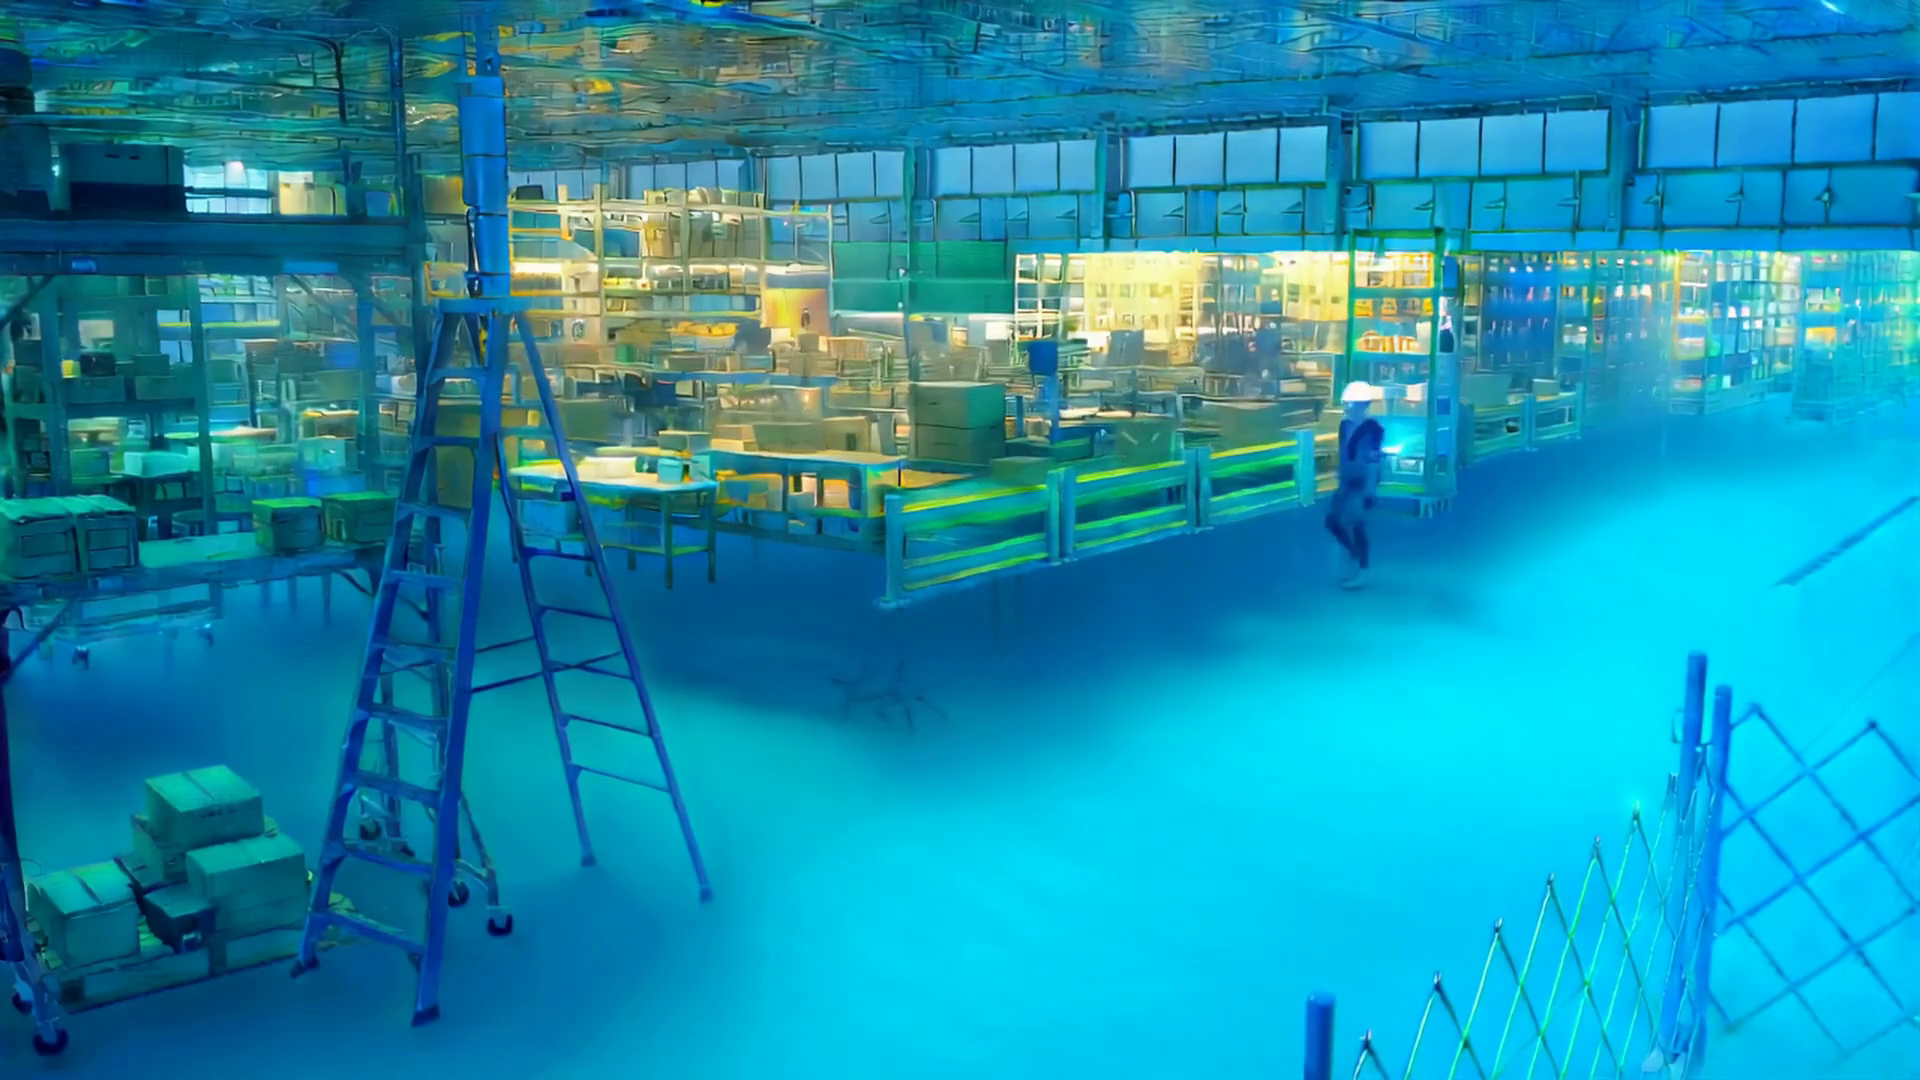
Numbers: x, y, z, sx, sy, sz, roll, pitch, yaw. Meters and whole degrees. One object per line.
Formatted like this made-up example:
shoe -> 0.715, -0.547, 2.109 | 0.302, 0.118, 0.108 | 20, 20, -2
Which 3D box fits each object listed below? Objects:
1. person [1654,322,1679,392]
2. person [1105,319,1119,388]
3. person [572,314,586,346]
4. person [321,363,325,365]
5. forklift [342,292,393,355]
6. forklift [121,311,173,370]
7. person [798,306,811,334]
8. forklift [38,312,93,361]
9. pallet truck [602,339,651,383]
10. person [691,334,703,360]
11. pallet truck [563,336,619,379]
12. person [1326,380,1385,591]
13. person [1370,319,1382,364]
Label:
person -> 18.092, -4.688, 42.622 | 0.581, 1.803, 0.529 | -2, 9, -14
person -> 3.840, -4.666, 42.250 | 0.602, 1.901, 0.977 | -6, 11, -32
person -> -12.973, -6.854, 56.631 | 0.549, 1.647, 0.862 | 5, 10, 28
person -> -20.602, -6.475, 53.377 | 0.543, 1.938, 0.356 | 2, 9, 11
forklift -> -16.485, -5.622, 45.120 | 1.129, 2.768, 1.873 | 7, 11, 37
forklift -> -21.338, -5.249, 42.790 | 1.873, 2.768, 1.129 | -4, 10, -25
person -> -6.152, -8.361, 65.723 | 0.523, 1.745, 0.715 | 8, 12, 40
forklift -> -23.912, -5.467, 44.149 | 1.873, 2.768, 1.129 | 7, 11, 36
pallet truck -> -8.991, -4.871, 45.351 | 0.653, 1.274, 1.630 | 7, 11, 37
person -> -6.324, -4.331, 40.639 | 0.848, 1.731, 0.528 | 4, 10, 24
pallet truck -> -10.690, -5.294, 48.215 | 1.601, 1.201, 0.680 | -5, 10, -26
person -> 3.770, -0.513, 15.895 | 0.423, 2.026, 0.627 | -3, 10, -20
person -> 12.050, -5.622, 48.547 | 0.942, 1.787, 0.614 | 5, 10, 28
